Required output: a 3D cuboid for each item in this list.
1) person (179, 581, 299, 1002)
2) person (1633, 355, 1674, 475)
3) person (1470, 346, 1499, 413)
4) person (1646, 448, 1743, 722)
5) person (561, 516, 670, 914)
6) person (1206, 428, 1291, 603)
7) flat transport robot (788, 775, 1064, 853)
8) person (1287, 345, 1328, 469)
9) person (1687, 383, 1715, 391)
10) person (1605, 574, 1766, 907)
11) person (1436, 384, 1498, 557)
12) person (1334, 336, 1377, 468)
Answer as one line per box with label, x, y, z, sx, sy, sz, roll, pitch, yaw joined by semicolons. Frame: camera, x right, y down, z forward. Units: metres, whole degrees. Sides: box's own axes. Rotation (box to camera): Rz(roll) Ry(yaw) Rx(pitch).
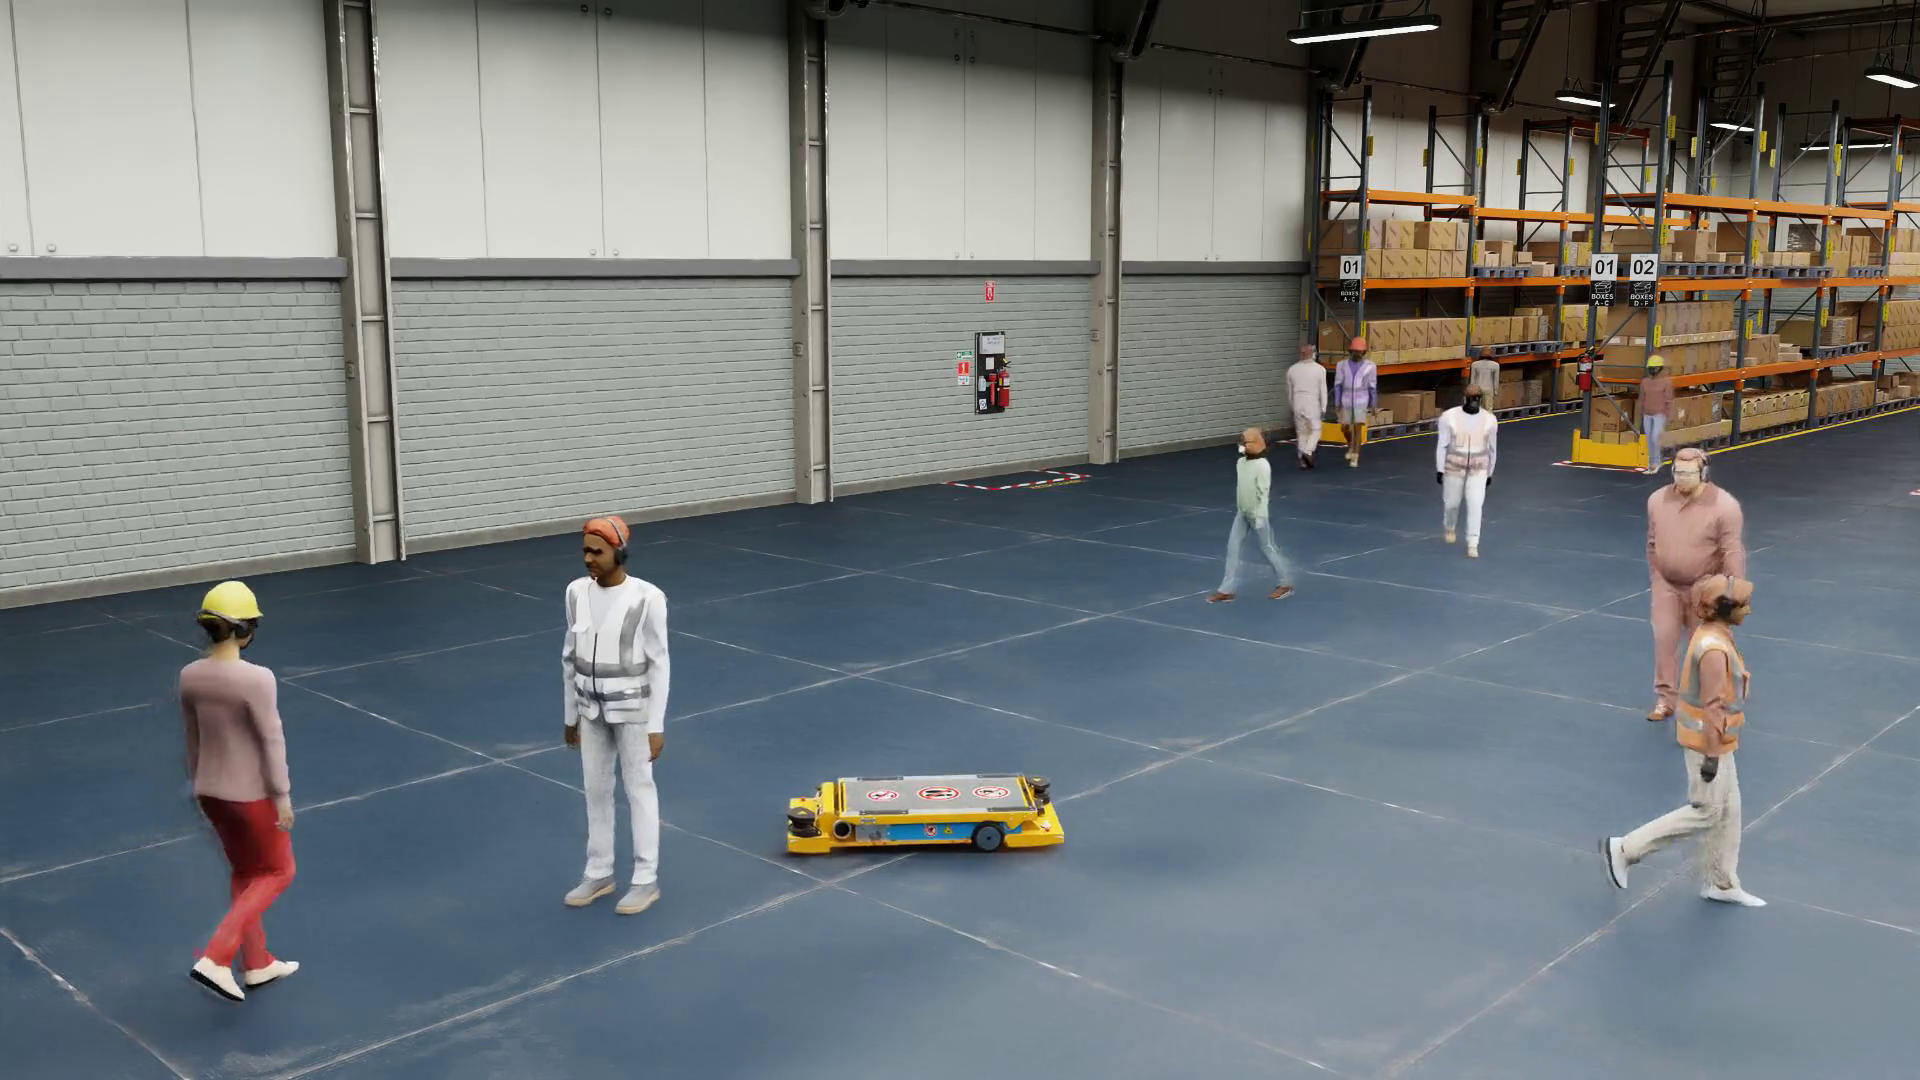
person;-3.006;1.049;6.848;0.544;1.747;0.504;5;10;27
person;10.094;-1.811;24.254;0.501;1.749;0.556;-6;11;-33
person;9.429;-2.674;29.922;0.493;1.624;0.280;2;10;11
person;4.977;0.280;11.229;0.796;1.867;0.655;-9;13;-42
person;-1.630;0.818;7.849;0.586;1.882;0.349;4;10;25
person;2.675;-0.226;15.093;0.839;1.593;0.511;-4;10;-25
flat transport robot;-0.196;1.450;8.892;1.431;0.197;0.652;-1;9;-5
person;5.194;-1.980;24.911;0.651;1.884;0.481;7;12;36
person;13.806;-2.986;31.020;0.574;1.887;0.355;9;13;44
person;3.483;0.949;7.868;0.664;1.614;0.529;4;10;23
person;5.380;-0.764;17.699;0.626;1.817;0.770;2;10;12
person;6.028;-2.109;25.319;0.624;2.008;0.747;4;10;24
